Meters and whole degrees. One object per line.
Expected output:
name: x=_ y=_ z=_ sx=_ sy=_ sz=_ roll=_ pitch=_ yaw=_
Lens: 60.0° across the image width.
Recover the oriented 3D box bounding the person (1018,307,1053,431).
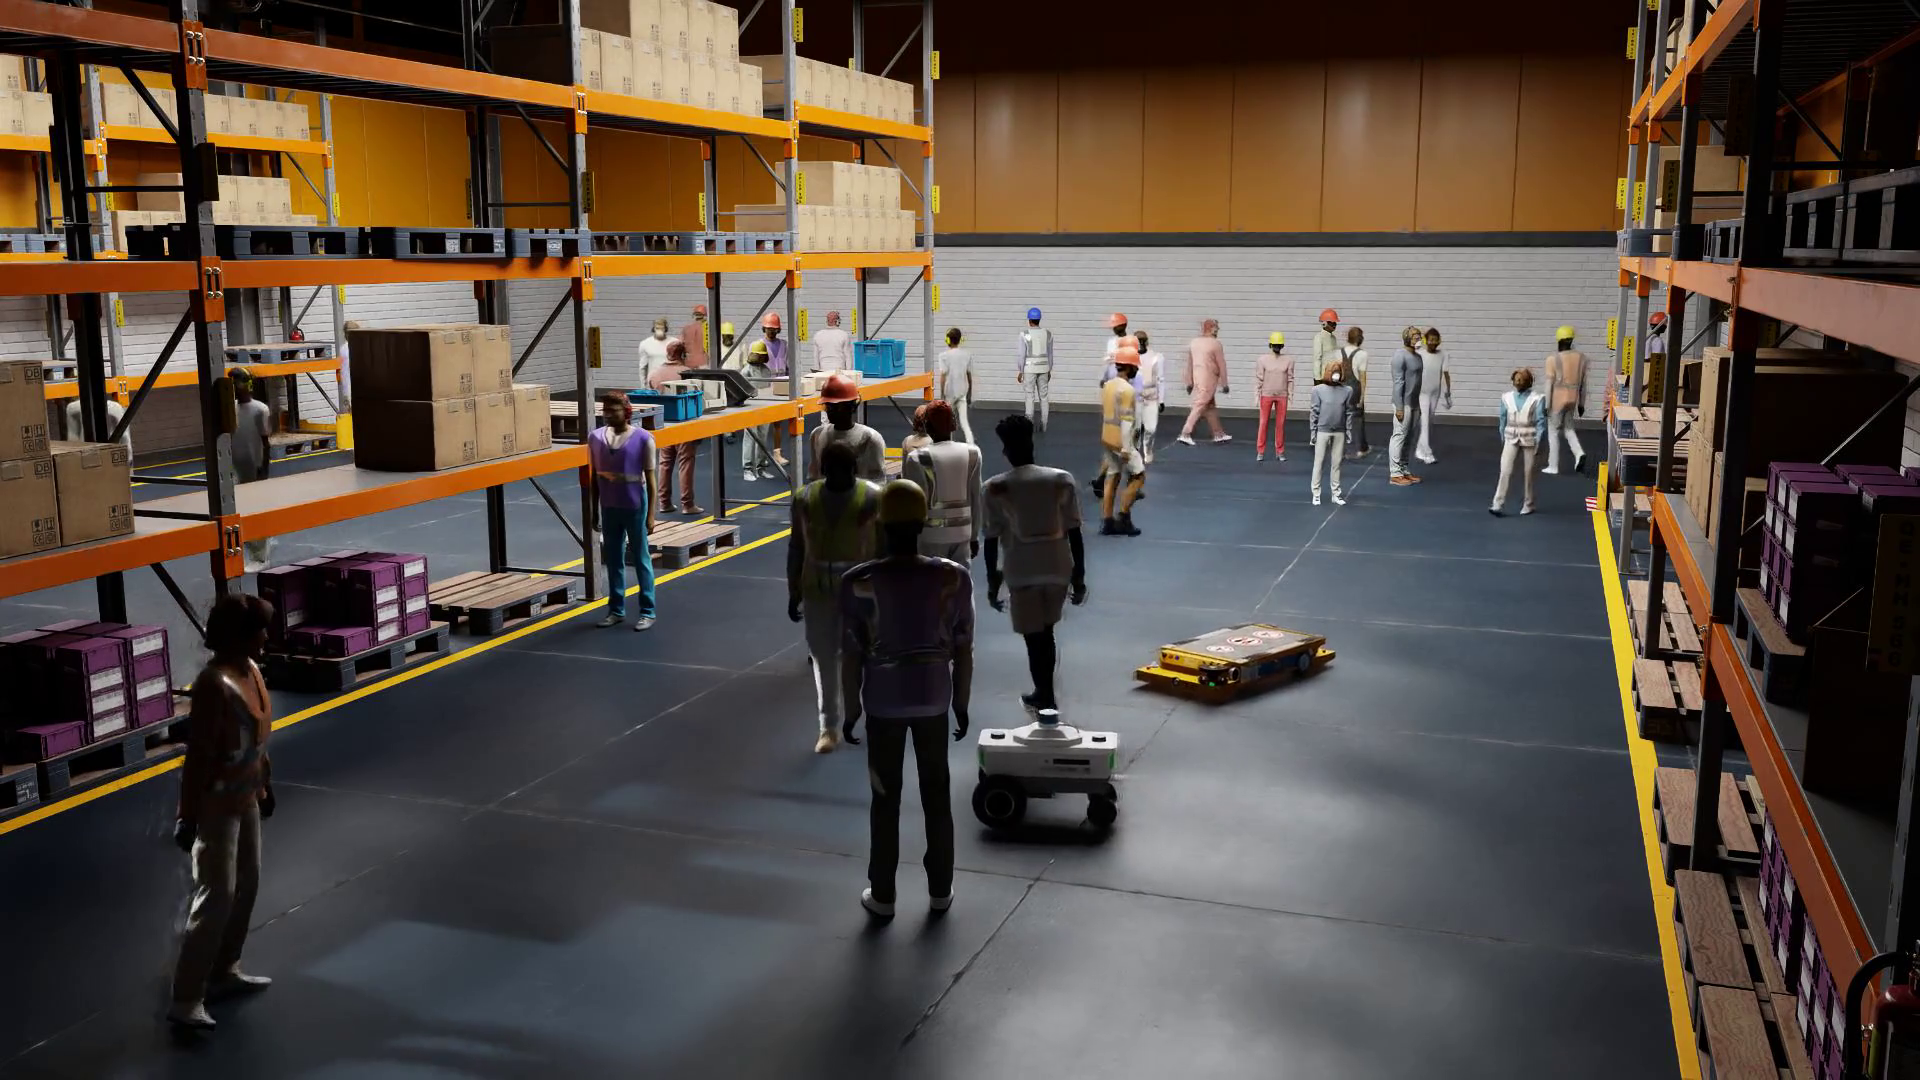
person: x=1.178 y=-2.657 z=26.036 sx=0.605 sy=1.951 sz=0.380 roll=-5 pitch=11 yaw=-25

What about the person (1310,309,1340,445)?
person: x=5.356 y=-2.378 z=24.338 sx=0.390 sy=1.992 sz=0.624 roll=7 pitch=12 yaw=34

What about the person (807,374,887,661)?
person: x=-0.813 y=-0.128 z=11.535 sx=0.615 sy=2.040 sz=0.391 roll=5 pitch=11 yaw=28

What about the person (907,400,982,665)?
person: x=-0.111 y=-0.014 z=11.334 sx=0.573 sy=1.887 sz=0.356 roll=-5 pitch=11 yaw=-27

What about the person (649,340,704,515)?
person: x=-3.067 y=-1.226 z=18.149 sx=0.648 sy=1.901 sz=0.396 roll=6 pitch=12 yaw=29

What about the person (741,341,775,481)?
person: x=-2.505 y=-1.609 z=20.723 sx=0.325 sy=1.740 sz=0.493 roll=8 pitch=13 yaw=39

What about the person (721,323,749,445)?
person: x=-3.415 y=-2.331 z=24.697 sx=0.594 sy=1.787 sz=0.967 roll=-3 pitch=11 yaw=-17

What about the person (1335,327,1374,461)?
person: x=5.375 y=-1.992 z=22.697 sx=0.525 sy=1.803 sz=0.882 roll=8 pitch=13 yaw=38

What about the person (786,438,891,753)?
person: x=-0.686 y=0.308 z=9.673 sx=0.639 sy=1.828 sz=0.488 roll=2 pitch=10 yaw=11

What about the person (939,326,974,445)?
person: x=-0.032 y=-1.943 z=22.326 sx=0.522 sy=1.847 sz=0.851 roll=-4 pitch=11 yaw=-21

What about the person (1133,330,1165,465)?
person: x=2.351 y=-1.825 z=21.705 sx=0.646 sy=1.824 sz=0.458 roll=1 pitch=10 yaw=8

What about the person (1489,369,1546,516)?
person: x=6.016 y=-1.033 z=17.875 sx=0.525 sy=1.596 sz=0.835 roll=7 pitch=12 yaw=36

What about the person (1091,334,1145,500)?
person: x=1.837 y=-1.378 z=18.934 sx=0.664 sy=1.918 sz=0.553 roll=-10 pitch=14 yaw=-43

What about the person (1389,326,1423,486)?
person: x=5.477 y=-1.641 z=20.350 sx=0.373 sy=1.940 sz=0.629 roll=8 pitch=13 yaw=36

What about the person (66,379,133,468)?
person: x=-8.530 y=-0.843 z=16.497 sx=0.542 sy=1.714 sz=0.936 roll=-2 pitch=10 yaw=-9

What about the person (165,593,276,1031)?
person: x=-2.805 y=1.010 z=6.343 sx=0.406 sy=1.605 sz=0.598 roll=-1 pitch=10 yaw=-6

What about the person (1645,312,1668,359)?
person: x=10.288 y=-2.410 z=24.679 sx=0.372 sy=1.939 sz=0.544 roll=0 pitch=10 yaw=1

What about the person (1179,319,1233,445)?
person: x=3.618 y=-2.310 z=24.391 sx=1.035 sy=1.857 sz=0.636 roll=-5 pitch=11 yaw=-26

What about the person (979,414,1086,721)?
person: x=0.412 y=0.202 z=10.056 sx=0.602 sy=1.907 sz=0.832 roll=-3 pitch=11 yaw=-17

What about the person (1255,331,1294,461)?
person: x=4.262 y=-1.939 z=22.521 sx=0.533 sy=1.765 sz=0.330 roll=0 pitch=10 yaw=0

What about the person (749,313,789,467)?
person: x=-2.477 y=-1.985 z=22.006 sx=0.615 sy=2.036 sz=0.392 roll=-7 pitch=12 yaw=-33

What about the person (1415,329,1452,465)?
person: x=6.318 y=-1.945 z=22.438 sx=0.492 sy=1.813 sz=0.987 roll=-1 pitch=10 yaw=-5

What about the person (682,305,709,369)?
person: x=-4.358 y=-2.946 z=27.721 sx=0.625 sy=1.941 sz=1.030 roll=3 pitch=11 yaw=18

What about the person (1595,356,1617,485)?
person: x=8.008 y=-1.511 z=20.125 sx=0.327 sy=1.761 sz=0.522 roll=-7 pitch=12 yaw=-35

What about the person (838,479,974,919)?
person: x=-0.235 y=0.693 z=7.229 sx=0.587 sy=1.930 sz=0.360 roll=-2 pitch=10 yaw=-12

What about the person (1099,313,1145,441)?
person: x=2.439 y=-2.440 z=24.936 sx=0.825 sy=1.908 sz=0.596 roll=-8 pitch=13 yaw=-38

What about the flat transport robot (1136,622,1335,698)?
flat transport robot: x=1.896 y=0.795 z=11.321 sx=0.652 sy=0.197 sz=1.431 roll=9 pitch=14 yaw=43

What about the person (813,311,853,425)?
person: x=-1.941 y=-2.593 z=25.800 sx=0.641 sy=1.908 sz=0.407 roll=4 pitch=11 yaw=20

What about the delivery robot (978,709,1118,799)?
delivery robot: x=0.452 y=1.108 z=8.498 sx=0.707 sy=0.478 sz=0.477 roll=1 pitch=10 yaw=5

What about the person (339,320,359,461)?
person: x=-8.150 y=-2.020 z=22.581 sx=0.453 sy=1.913 sz=0.652 roll=4 pitch=11 yaw=19

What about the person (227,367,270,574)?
person: x=-6.357 y=-0.613 z=14.790 sx=0.562 sy=1.855 sz=0.386 roll=4 pitch=11 yaw=20

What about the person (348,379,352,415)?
person: x=-7.590 y=-1.810 z=21.686 sx=0.615 sy=1.799 sz=0.779 roll=0 pitch=10 yaw=1

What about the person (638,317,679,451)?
person: x=-4.275 y=-2.251 z=23.851 sx=0.638 sy=1.921 sz=0.702 roll=-2 pitch=10 yaw=-10

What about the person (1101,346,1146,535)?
person: x=1.656 y=-0.985 z=16.728 sx=0.499 sy=1.920 sz=0.544 roll=-4 pitch=11 yaw=-21

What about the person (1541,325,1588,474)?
person: x=7.688 y=-1.764 z=21.129 sx=0.588 sy=1.913 sz=0.536 roll=-3 pitch=11 yaw=-18

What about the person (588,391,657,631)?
person: x=-2.547 y=-0.225 z=12.674 sx=0.565 sy=1.837 sz=0.389 roll=4 pitch=11 yaw=21

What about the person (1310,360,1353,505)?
person: x=4.183 y=-1.204 z=18.747 sx=0.500 sy=1.633 sz=0.280 roll=-1 pitch=10 yaw=-8

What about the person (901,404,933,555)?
person: x=-0.271 y=-0.290 z=13.582 sx=0.523 sy=1.639 sz=0.306 roll=10 pitch=14 yaw=43
